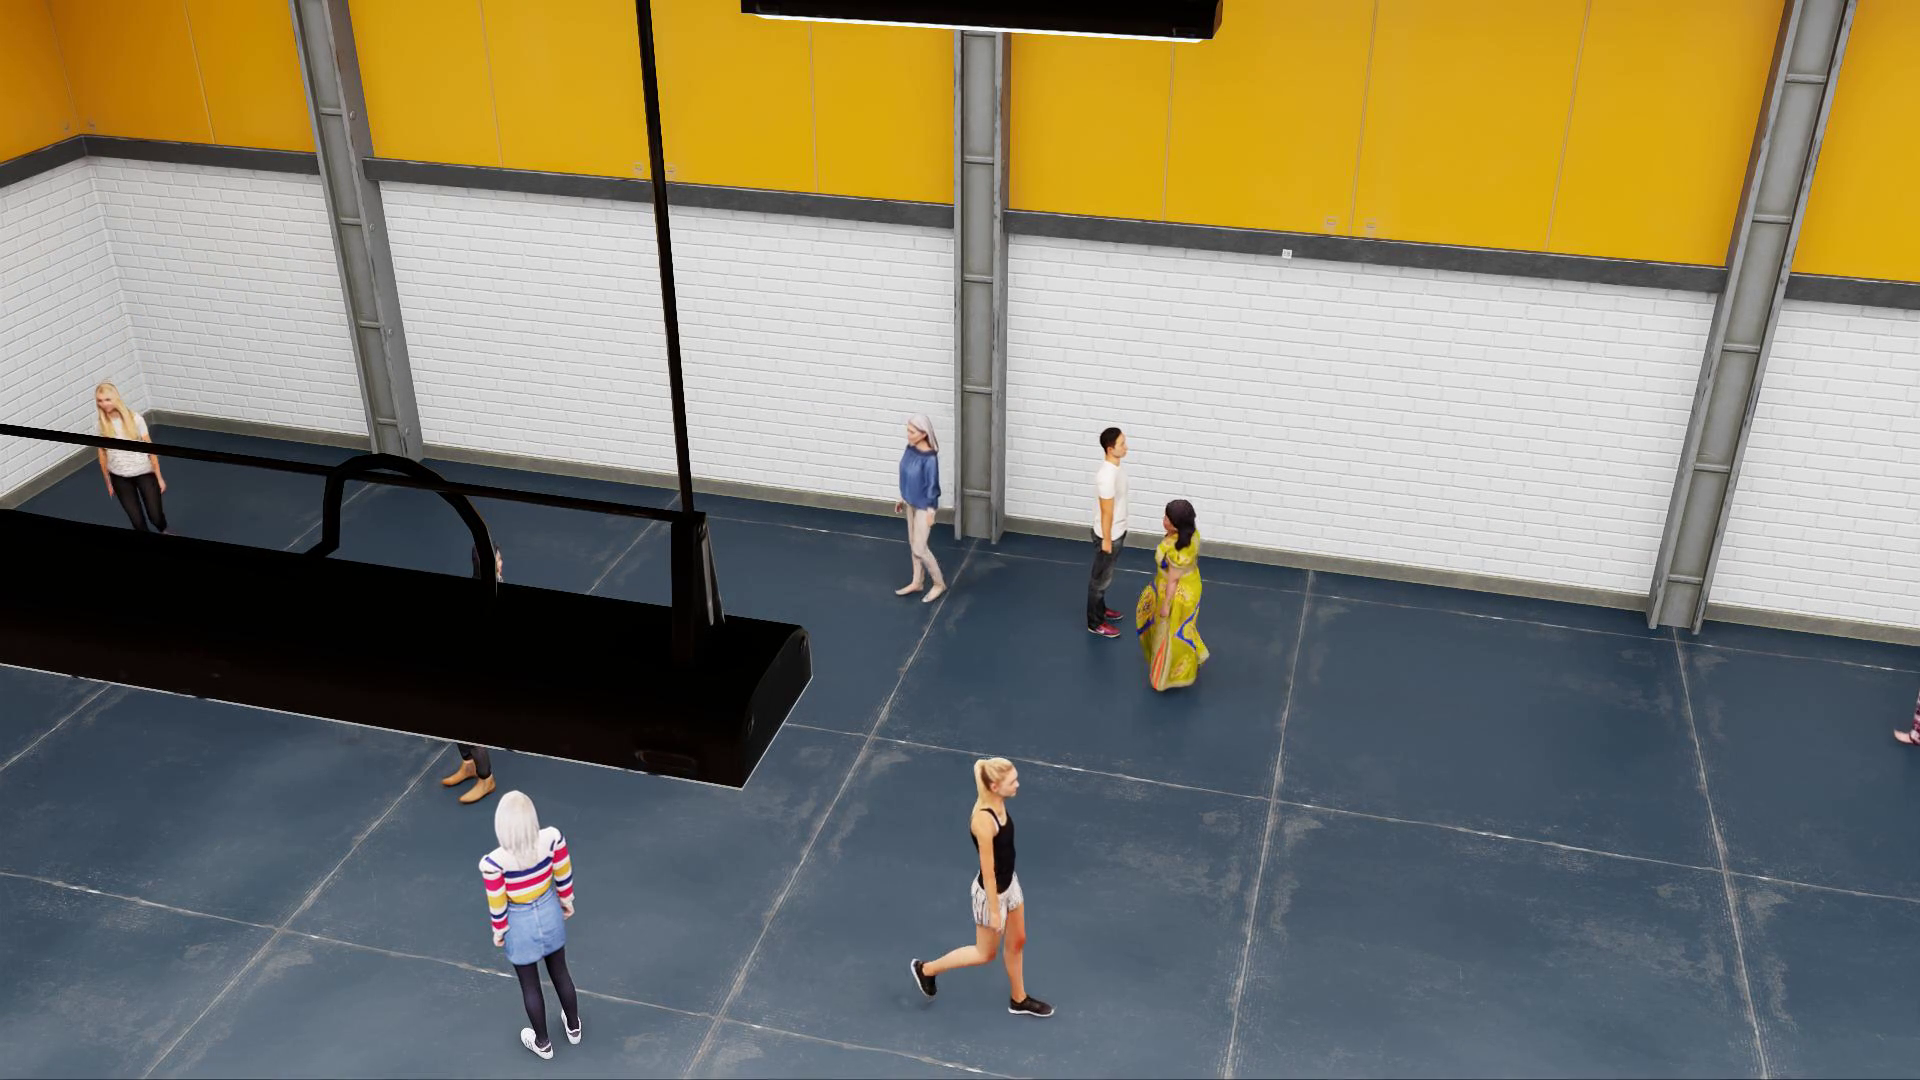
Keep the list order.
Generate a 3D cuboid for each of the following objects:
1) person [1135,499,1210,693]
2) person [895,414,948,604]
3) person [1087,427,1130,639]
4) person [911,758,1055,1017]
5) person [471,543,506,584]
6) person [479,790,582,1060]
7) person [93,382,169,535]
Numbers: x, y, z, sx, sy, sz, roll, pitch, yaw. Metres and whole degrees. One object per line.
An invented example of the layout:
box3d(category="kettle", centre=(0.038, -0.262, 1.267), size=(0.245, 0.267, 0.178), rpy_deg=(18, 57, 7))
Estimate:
box3d(category="person", centre=(1.740, 0.426, 12.717), size=(0.817, 1.648, 0.713), rpy_deg=(6, 29, 12))
box3d(category="person", centre=(-0.282, -0.293, 13.983), size=(0.795, 1.698, 0.744), rpy_deg=(-12, 31, -21))
box3d(category="person", centre=(1.195, -0.091, 13.502), size=(0.543, 1.804, 0.638), rpy_deg=(6, 29, 10))
box3d(category="person", centre=(0.114, 2.015, 9.610), size=(1.068, 1.824, 0.590), rpy_deg=(7, 29, 12))
box3d(category="person", centre=(-3.421, 0.749, 12.052), size=(0.941, 1.708, 0.757), rpy_deg=(-2, 29, -3))
box3d(category="person", centre=(-2.403, 2.156, 9.368), size=(0.713, 1.808, 0.733), rpy_deg=(-20, 34, -32))
box3d(category="person", centre=(-7.096, -0.553, 14.328), size=(0.826, 1.813, 0.870), rpy_deg=(-9, 30, -15))
